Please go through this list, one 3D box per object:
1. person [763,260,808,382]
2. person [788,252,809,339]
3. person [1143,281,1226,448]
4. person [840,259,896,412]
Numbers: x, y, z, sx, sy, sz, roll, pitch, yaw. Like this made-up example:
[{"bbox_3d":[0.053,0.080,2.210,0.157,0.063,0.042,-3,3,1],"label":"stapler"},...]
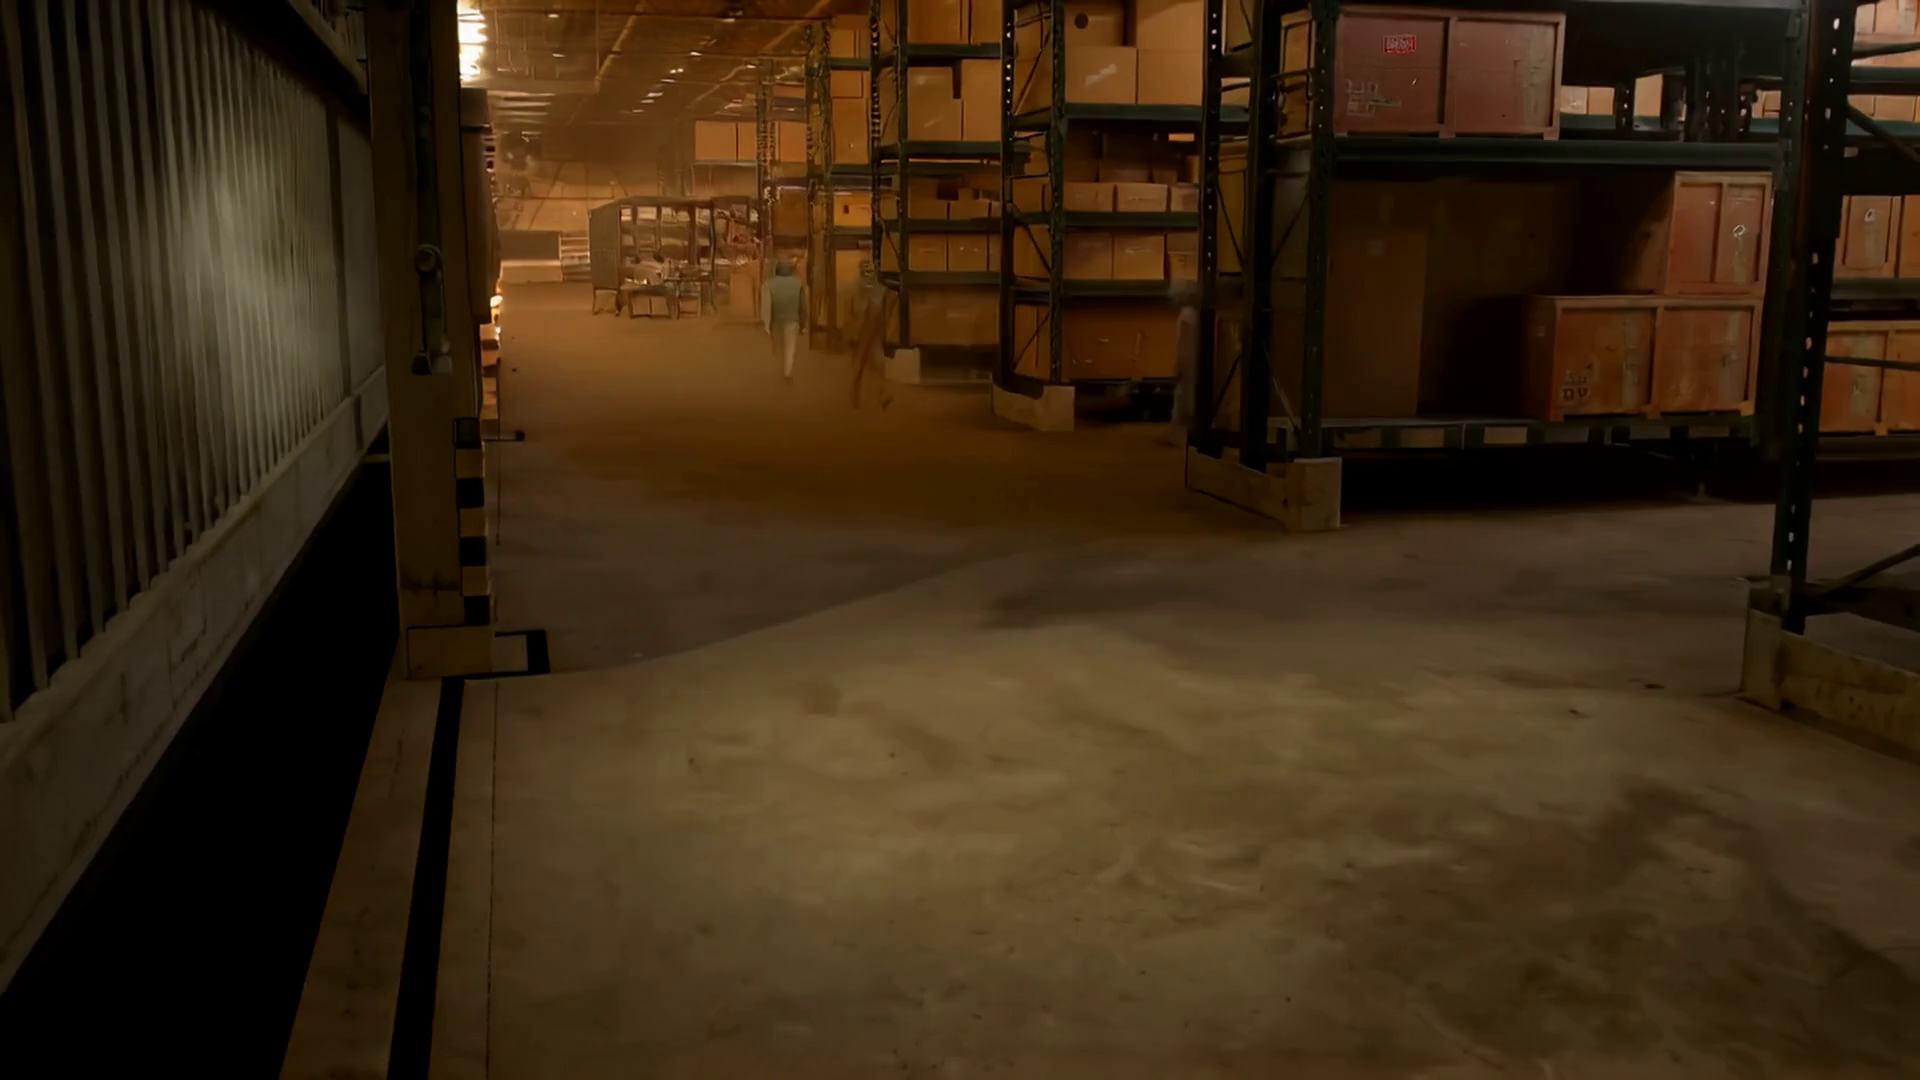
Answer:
[{"bbox_3d":[-2.640,-3.317,25.186,0.662,1.802,0.901,-1,10,-6],"label":"person"},{"bbox_3d":[-3.652,-5.330,36.340,0.986,1.886,0.602,0,10,-1],"label":"person"},{"bbox_3d":[2.323,-1.751,16.709,0.963,1.672,0.569,3,10,16],"label":"person"},{"bbox_3d":[-1.131,-2.488,20.341,0.642,1.856,0.989,-5,11,-24],"label":"person"}]
